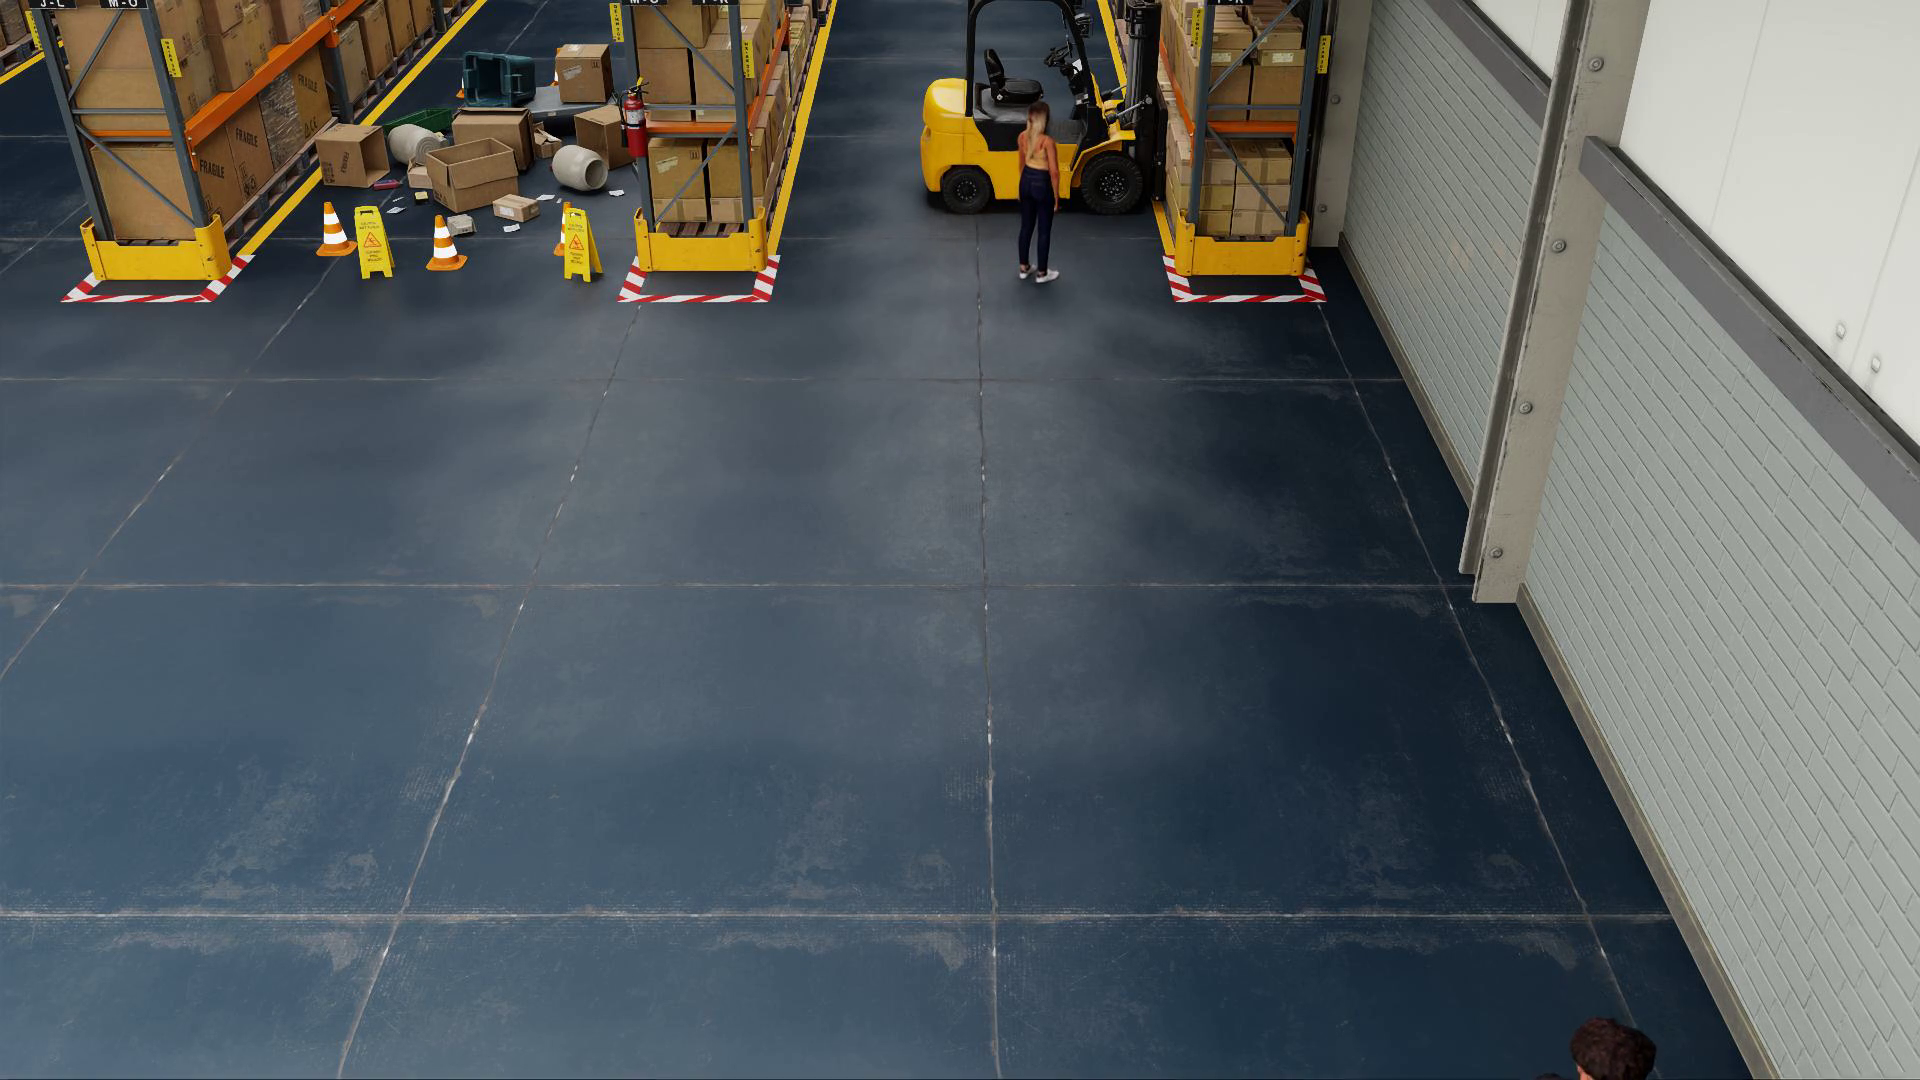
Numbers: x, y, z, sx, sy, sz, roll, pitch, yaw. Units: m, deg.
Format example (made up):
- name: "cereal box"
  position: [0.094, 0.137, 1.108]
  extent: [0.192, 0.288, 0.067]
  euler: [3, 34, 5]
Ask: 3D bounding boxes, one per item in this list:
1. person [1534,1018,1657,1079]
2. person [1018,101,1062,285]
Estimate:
- name: "person"
  position: [2.173, 2.342, 6.026]
  extent: [0.966, 1.778, 1.115]
  euler: [19, 37, 28]
- name: "person"
  position: [0.684, -3.090, 14.776]
  extent: [0.657, 1.629, 0.700]
  euler: [23, 39, 32]
